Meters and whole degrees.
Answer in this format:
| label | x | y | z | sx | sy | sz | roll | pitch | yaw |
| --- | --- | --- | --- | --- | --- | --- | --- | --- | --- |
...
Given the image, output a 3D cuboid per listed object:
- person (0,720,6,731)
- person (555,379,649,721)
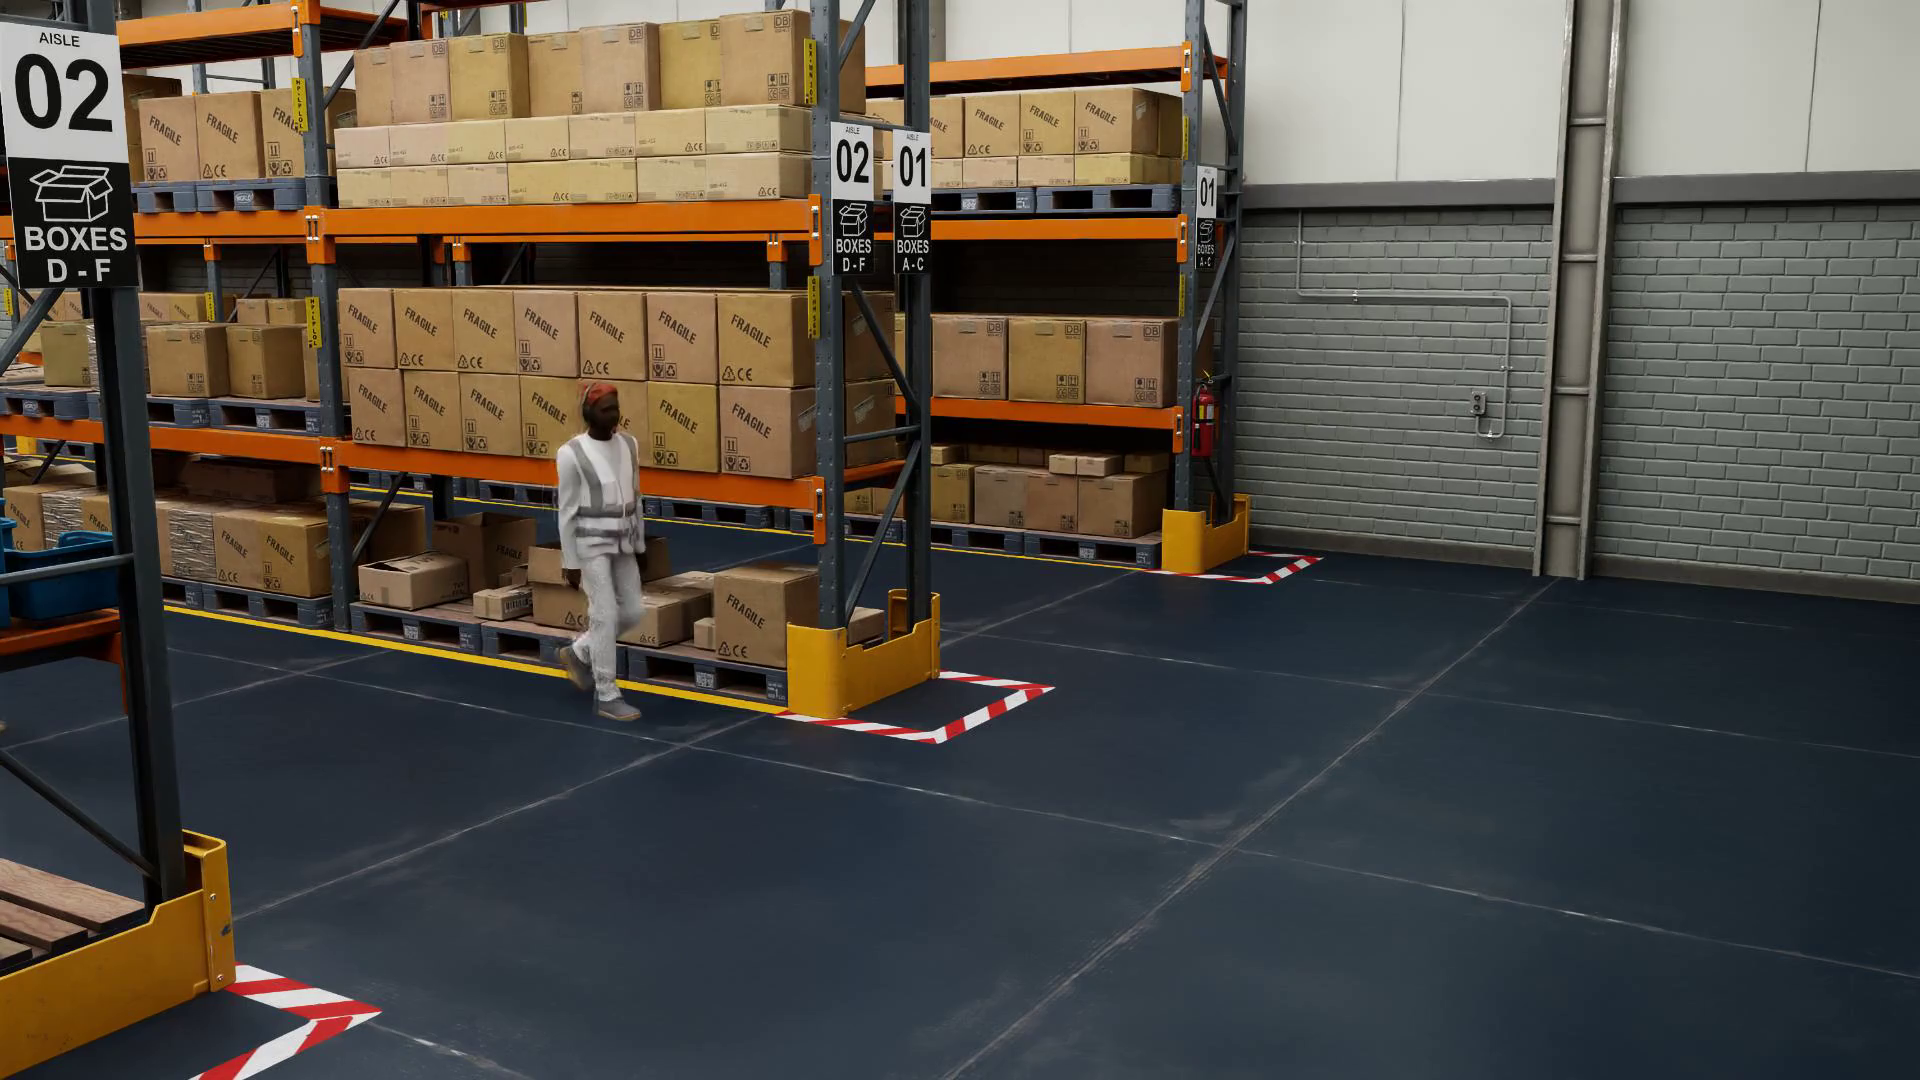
| label | x | y | z | sx | sy | sz | roll | pitch | yaw |
| --- | --- | --- | --- | --- | --- | --- | --- | --- | --- |
| person | -5.345 | 0.141 | 8.739 | 0.437 | 1.833 | 0.645 | 4 | 11 | 23 |
| person | -2.005 | 0.048 | 9.154 | 0.577 | 1.871 | 0.589 | 6 | 11 | 31 |
